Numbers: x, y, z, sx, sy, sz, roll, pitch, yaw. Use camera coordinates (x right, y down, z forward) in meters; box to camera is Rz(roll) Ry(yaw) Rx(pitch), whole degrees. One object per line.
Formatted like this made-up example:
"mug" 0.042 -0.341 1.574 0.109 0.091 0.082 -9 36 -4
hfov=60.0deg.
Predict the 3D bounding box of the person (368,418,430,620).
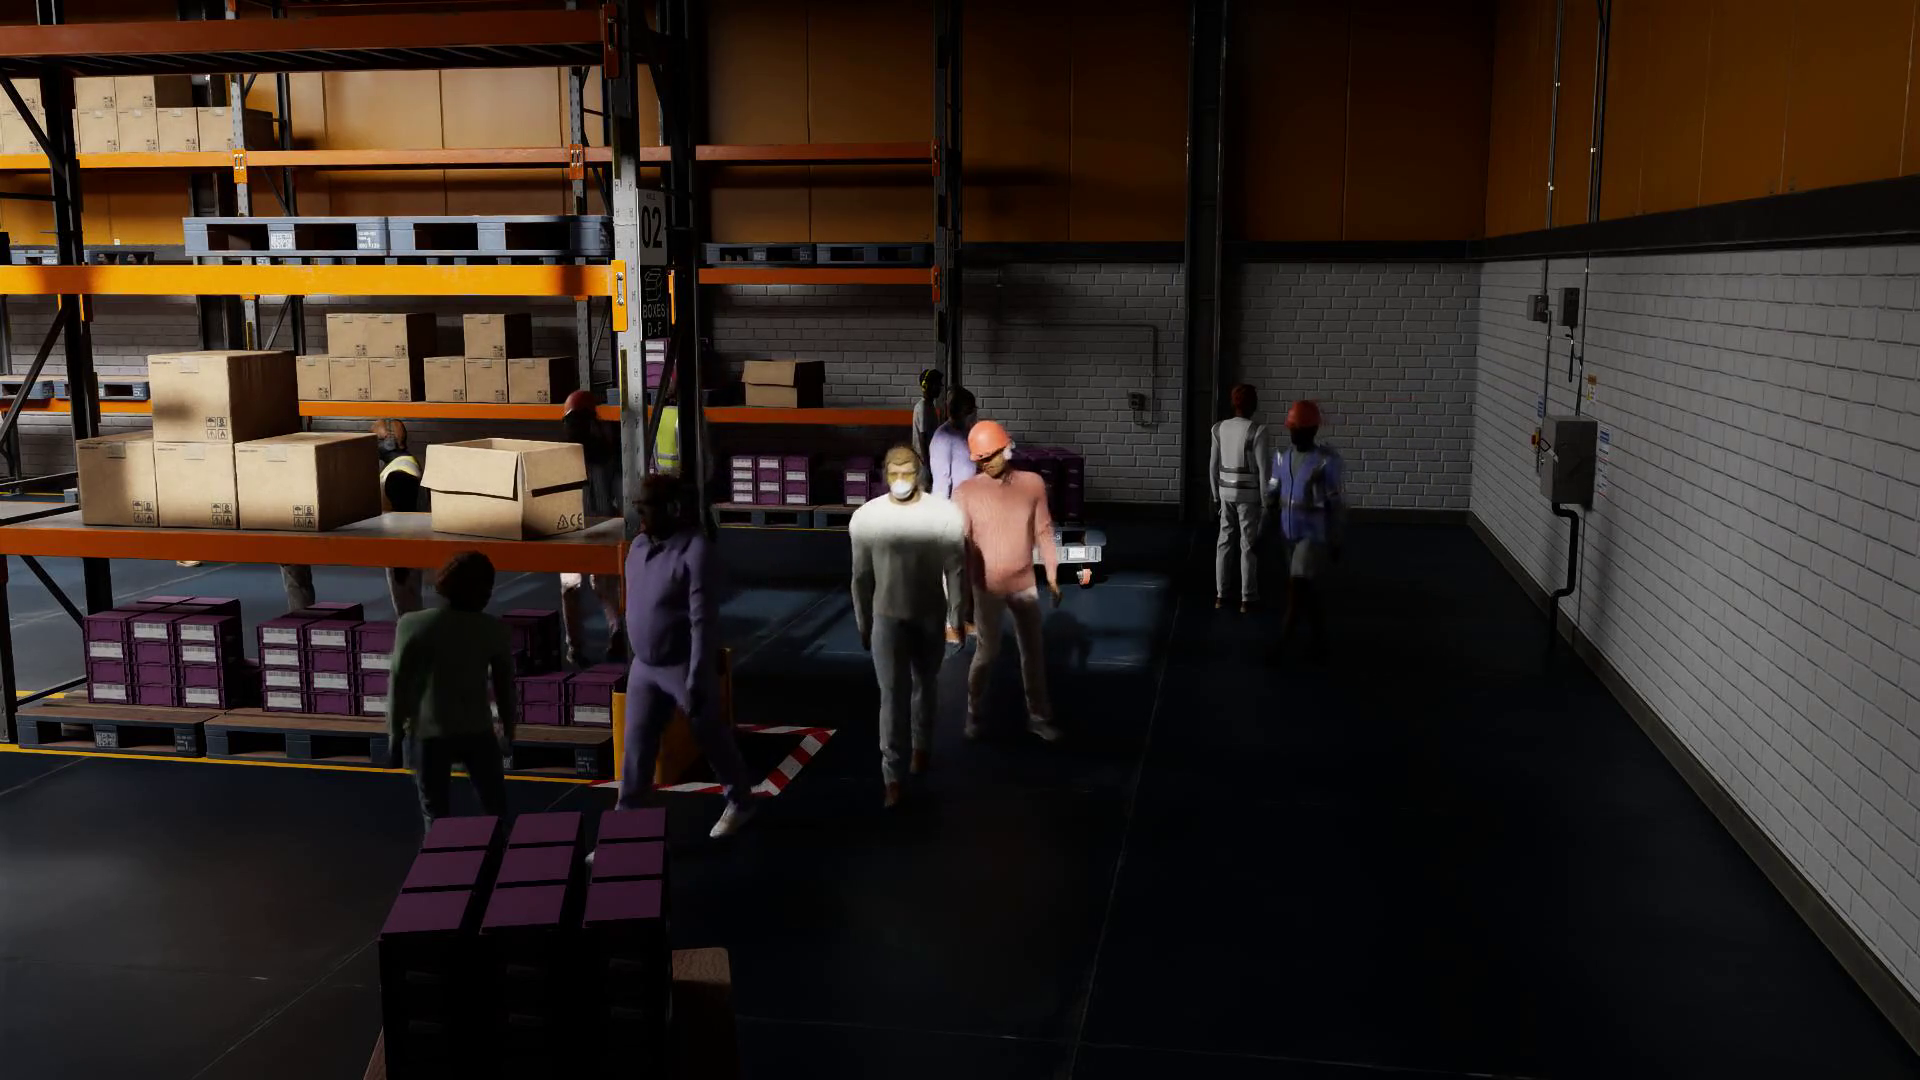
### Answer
"person" -3.750 0.101 11.122 0.430 1.836 0.629 -3 10 -20

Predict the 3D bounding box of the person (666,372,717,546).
"person" -2.455 -0.596 15.226 0.465 1.896 0.649 2 9 12

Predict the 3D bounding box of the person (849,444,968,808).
"person" -0.277 0.422 8.955 0.631 1.891 1.025 -1 9 -4

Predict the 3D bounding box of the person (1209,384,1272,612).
"person" 2.327 -0.345 13.714 0.583 1.882 0.350 9 13 44

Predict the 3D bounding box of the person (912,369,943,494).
"person" -0.306 -0.718 16.101 0.333 1.862 0.520 0 9 1

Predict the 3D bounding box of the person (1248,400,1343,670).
"person" 2.336 -0.031 11.728 0.982 1.890 0.558 -6 11 -34

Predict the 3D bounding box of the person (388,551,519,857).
"person" -2.139 0.854 7.135 0.585 1.603 0.422 -4 10 -24

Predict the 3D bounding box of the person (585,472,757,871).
"person" -1.368 0.597 7.973 0.655 1.863 1.011 7 12 38

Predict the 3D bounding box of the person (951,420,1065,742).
"person" 0.269 0.253 9.829 0.679 1.948 0.455 -4 10 -23

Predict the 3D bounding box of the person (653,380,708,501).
"person" -2.482 -0.523 14.950 0.627 1.844 0.429 8 12 40

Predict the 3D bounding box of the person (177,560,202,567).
"person" -7.328 -0.673 15.875 0.429 1.842 0.635 2 9 13

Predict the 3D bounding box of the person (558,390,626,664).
"person" -2.626 -0.070 11.739 0.650 1.968 0.644 -4 10 -25

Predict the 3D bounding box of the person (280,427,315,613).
"person" -4.794 -0.024 11.872 0.404 1.835 0.590 -3 9 -15

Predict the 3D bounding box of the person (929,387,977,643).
"person" -0.034 -0.195 12.640 0.357 1.933 0.630 4 10 21
